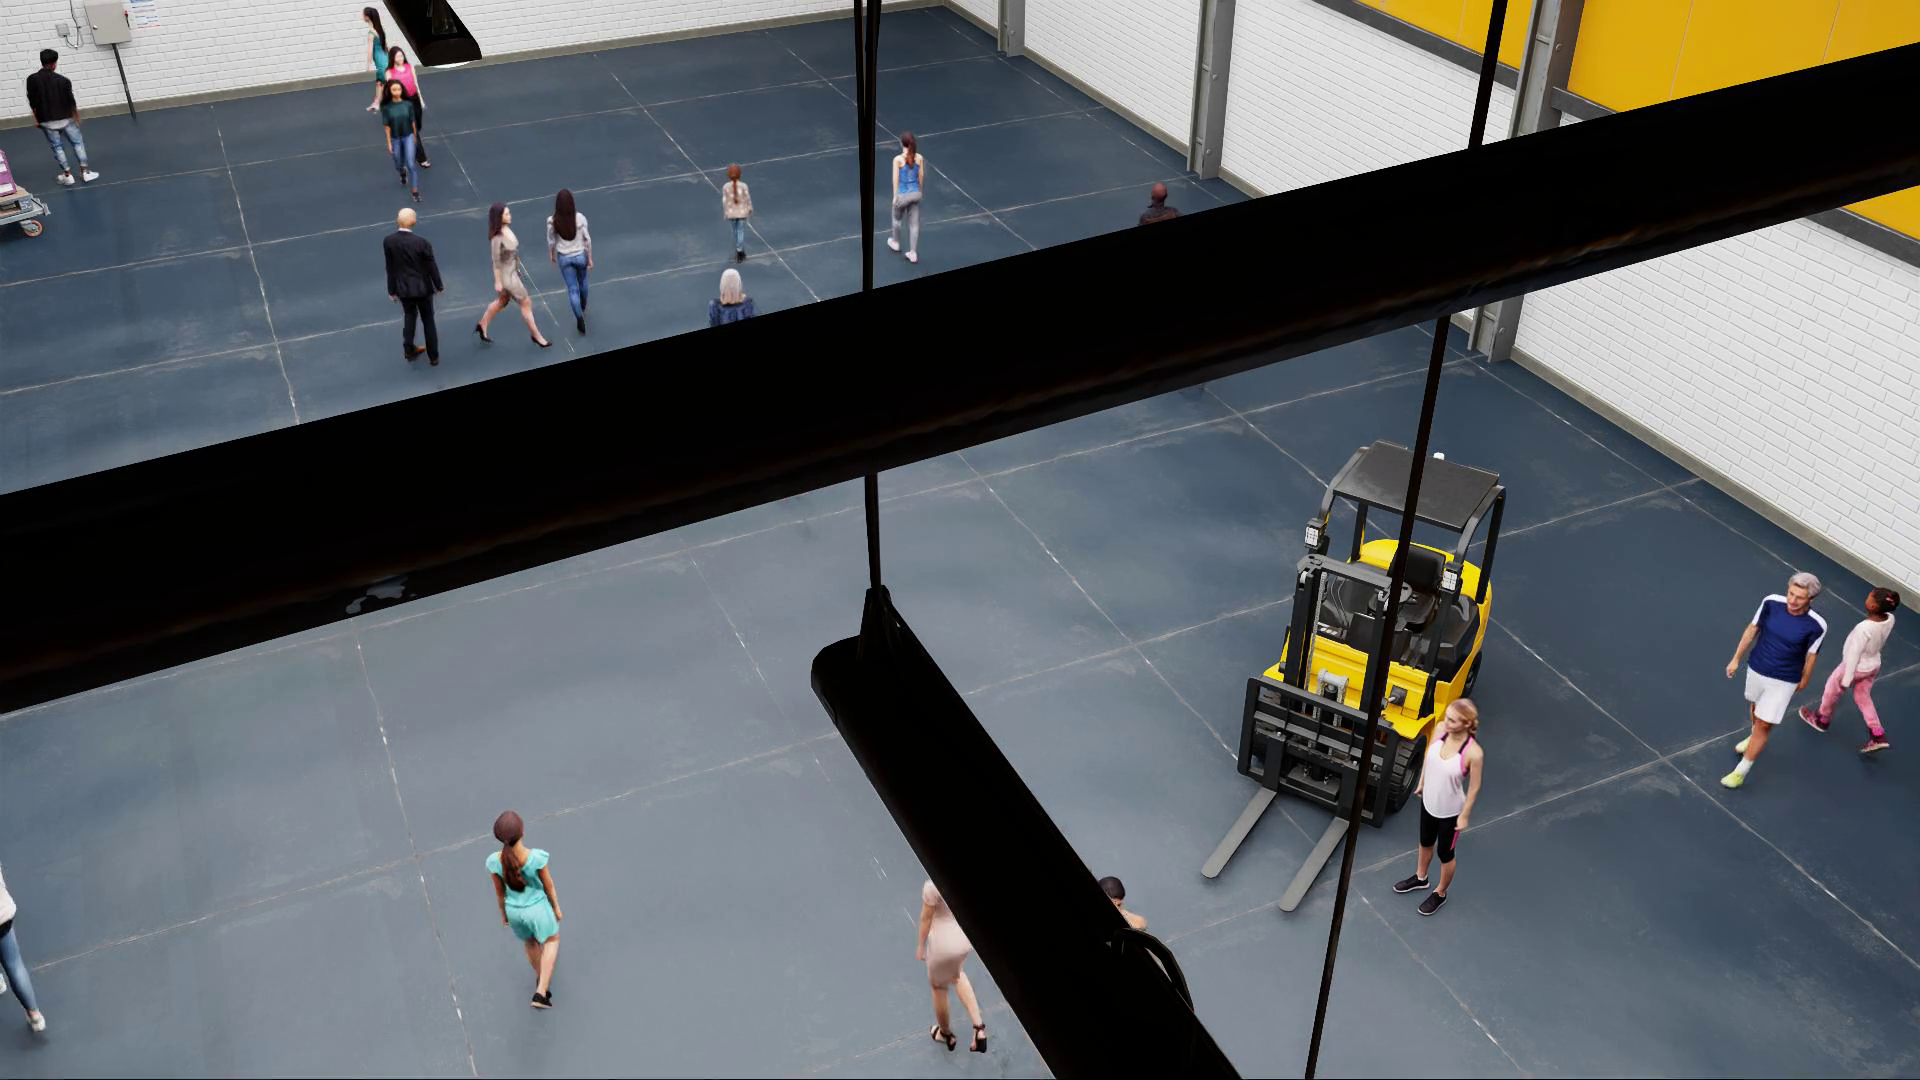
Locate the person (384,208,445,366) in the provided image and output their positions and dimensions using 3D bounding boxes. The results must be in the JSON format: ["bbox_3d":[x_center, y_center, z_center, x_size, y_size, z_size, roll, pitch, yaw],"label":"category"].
[{"bbox_3d":[-5.837,-2.672,17.852,0.856,1.782,0.875,-3,34,-4],"label":"person"}]

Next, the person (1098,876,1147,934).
[{"bbox_3d":[0.861,2.618,9.884,0.716,1.792,1.082,-9,35,-13],"label":"person"}]

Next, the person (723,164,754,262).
[{"bbox_3d":[-2.734,-3.993,20.394,0.729,1.167,0.869,4,34,6],"label":"person"}]

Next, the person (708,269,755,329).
[{"bbox_3d":[-2.269,-1.900,16.790,0.627,1.671,1.043,-16,37,-22],"label":"person"}]

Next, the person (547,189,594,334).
[{"bbox_3d":[-4.339,-3.095,18.665,0.718,1.586,1.052,-10,35,-14],"label":"person"}]

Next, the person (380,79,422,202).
[{"bbox_3d":[-7.391,-5.316,21.993,0.609,1.600,0.900,-13,36,-18],"label":"person"}]

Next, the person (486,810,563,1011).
[{"bbox_3d":[-2.722,2.364,10.484,0.755,1.550,0.907,0,34,0],"label":"person"}]

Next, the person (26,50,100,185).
[{"bbox_3d":[-12.184,-5.676,22.372,0.729,1.780,0.607,-25,41,-32],"label":"person"}]

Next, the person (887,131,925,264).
[{"bbox_3d":[-0.613,-4.151,20.250,0.597,1.590,0.857,-13,36,-19],"label":"person"}]

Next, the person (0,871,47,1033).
[{"bbox_3d":[-6.072,2.409,10.367,0.832,1.604,1.149,-27,42,-35],"label":"person"}]

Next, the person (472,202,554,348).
[{"bbox_3d":[-5.041,-2.860,18.201,0.960,1.708,1.137,-2,34,-2],"label":"person"}]

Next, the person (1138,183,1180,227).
[{"bbox_3d":[2.191,-3.042,18.381,0.758,1.812,0.733,-8,34,-12],"label":"person"}]

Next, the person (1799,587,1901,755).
[{"bbox_3d":[6.913,0.997,12.655,0.541,1.424,0.935,-13,36,-19],"label":"person"}]

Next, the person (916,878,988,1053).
[{"bbox_3d":[0.005,2.492,10.053,0.698,1.815,0.809,-27,42,-35],"label":"person"}]

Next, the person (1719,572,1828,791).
[{"bbox_3d":[6.105,0.946,12.396,0.861,1.795,1.074,-22,39,-29],"label":"person"}]

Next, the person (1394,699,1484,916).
[{"bbox_3d":[3.259,1.768,11.168,0.682,1.787,0.468,-17,37,-24],"label":"person"}]

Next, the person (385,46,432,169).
[{"bbox_3d":[-7.673,-6.012,23.008,1.103,1.637,0.890,23,40,30],"label":"person"}]
